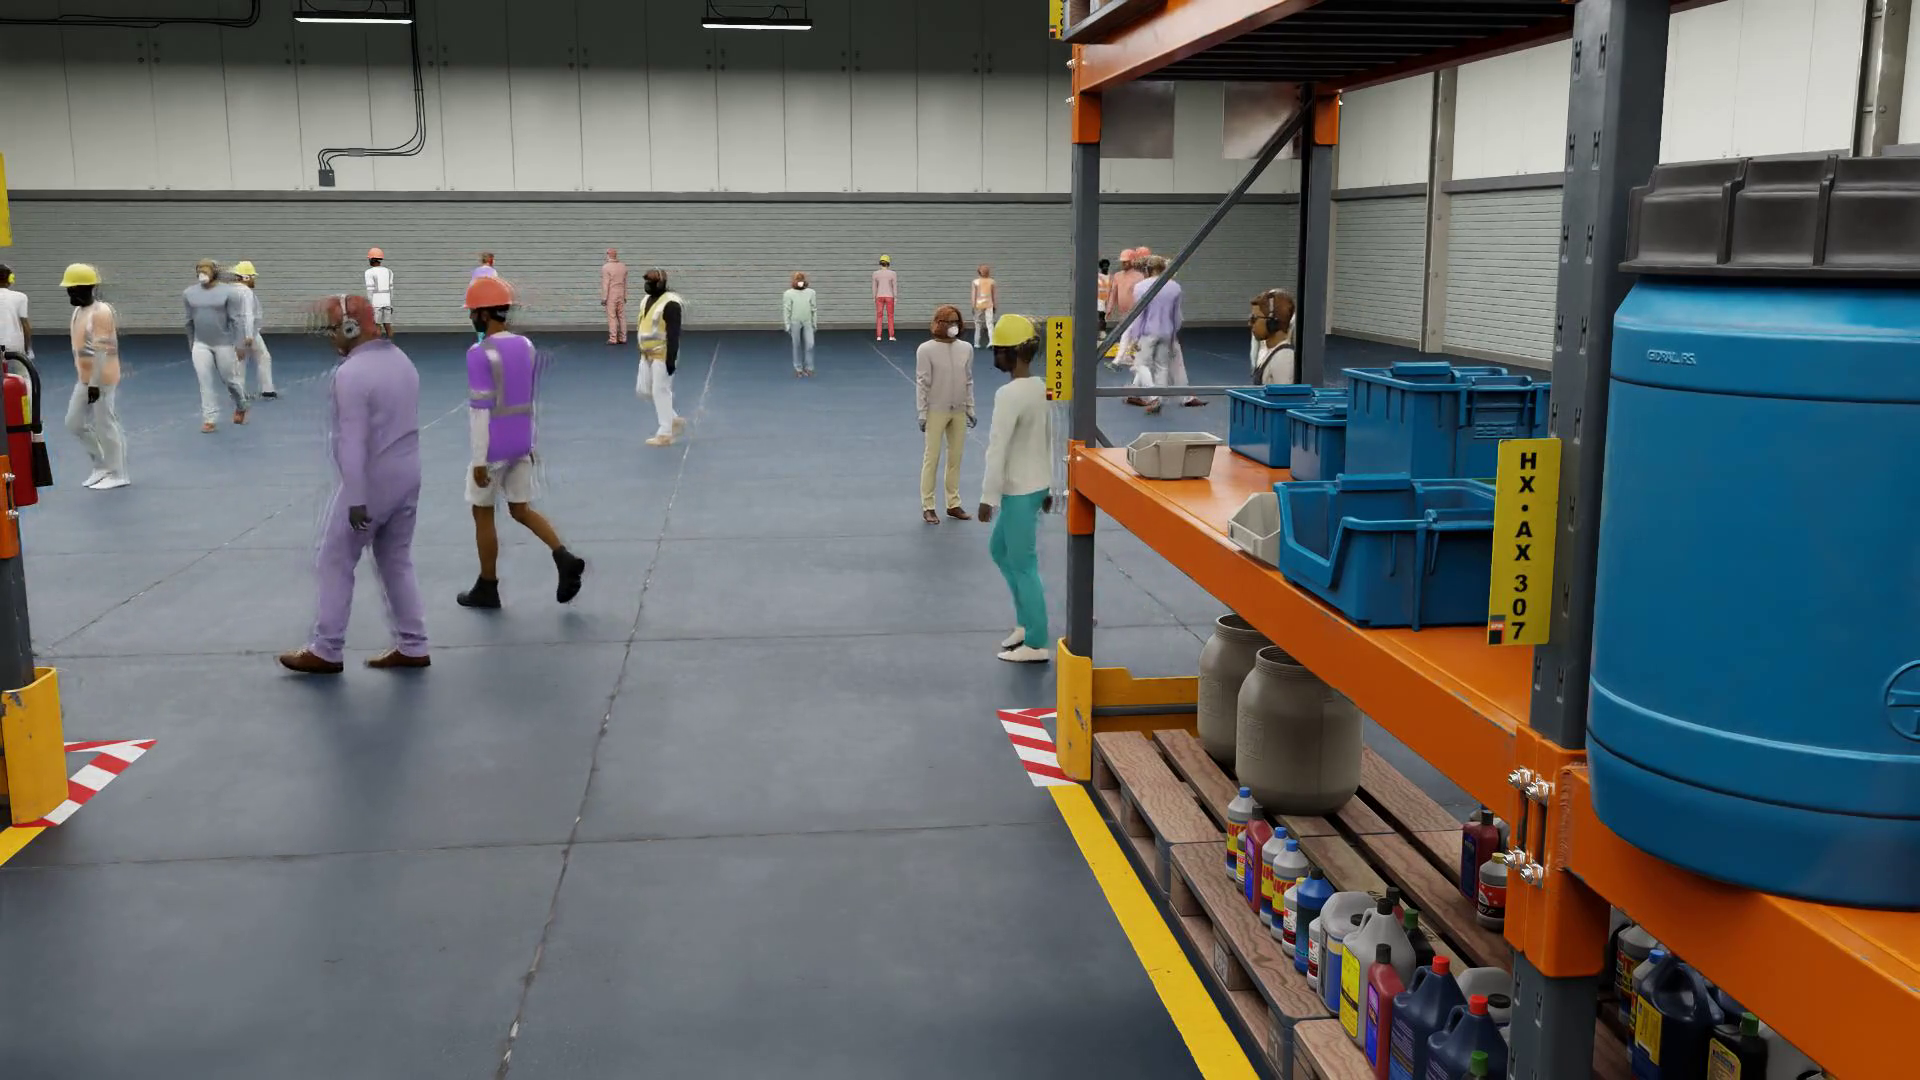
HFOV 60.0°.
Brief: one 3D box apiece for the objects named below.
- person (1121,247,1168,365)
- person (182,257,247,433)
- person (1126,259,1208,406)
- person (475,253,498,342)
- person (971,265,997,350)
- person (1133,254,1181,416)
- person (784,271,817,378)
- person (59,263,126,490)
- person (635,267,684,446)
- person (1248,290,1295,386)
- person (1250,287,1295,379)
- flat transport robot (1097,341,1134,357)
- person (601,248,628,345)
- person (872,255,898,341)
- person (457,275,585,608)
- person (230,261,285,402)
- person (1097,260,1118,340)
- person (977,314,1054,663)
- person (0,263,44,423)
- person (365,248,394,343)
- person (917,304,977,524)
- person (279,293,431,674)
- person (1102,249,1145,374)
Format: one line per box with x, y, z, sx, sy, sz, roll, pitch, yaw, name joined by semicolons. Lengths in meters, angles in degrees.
3.114;-3.869;27.607;0.962;1.951;0.647;4;11;19;person
-8.231;-2.170;18.434;0.635;1.916;0.855;0;10;-2;person
2.579;-2.589;20.903;1.026;1.856;0.653;3;11;16;person
-9.091;-4.594;31.964;0.573;1.827;0.423;7;12;32;person
0.467;-4.425;31.618;0.523;1.599;0.847;-3;11;-16;person
2.330;-2.437;19.833;0.648;1.932;0.472;-4;11;-23;person
-2.384;-3.241;25.112;0.521;1.603;0.696;-4;11;-19;person
-7.312;-1.364;14.010;0.589;1.906;0.438;8;13;36;person
-3.088;-1.882;17.069;0.434;1.826;0.650;-8;13;-37;person
1.724;-0.442;9.133;0.330;1.843;0.516;1;10;7;person
3.215;-1.766;16.999;0.528;1.618;0.609;4;11;19;person
2.592;-3.449;29.936;0.652;0.197;1.431;-6;12;-32;flat transport robot
-6.867;-4.812;32.925;0.403;1.904;0.651;7;12;32;person
-1.534;-4.951;34.069;0.525;1.769;0.315;1;10;7;person
-2.553;-0.537;9.443;0.771;1.918;0.558;5;11;25;person
-9.192;-2.709;21.657;0.608;1.805;0.724;9;14;41;person
3.018;-4.927;34.239;0.538;1.656;0.848;-4;11;-20;person
0.271;-0.244;8.319;0.464;1.752;0.527;4;11;19;person
-10.404;-2.095;18.216;0.557;1.833;0.796;-3;11;-14;person
-10.096;-4.096;28.901;0.349;1.940;0.551;6;12;30;person
-0.100;-0.944;12.465;0.508;1.631;0.265;-7;12;-34;person
-2.959;-0.269;8.126;0.612;1.870;0.666;1;10;8;person
2.591;-3.586;26.137;1.062;1.924;0.610;-8;13;-38;person
